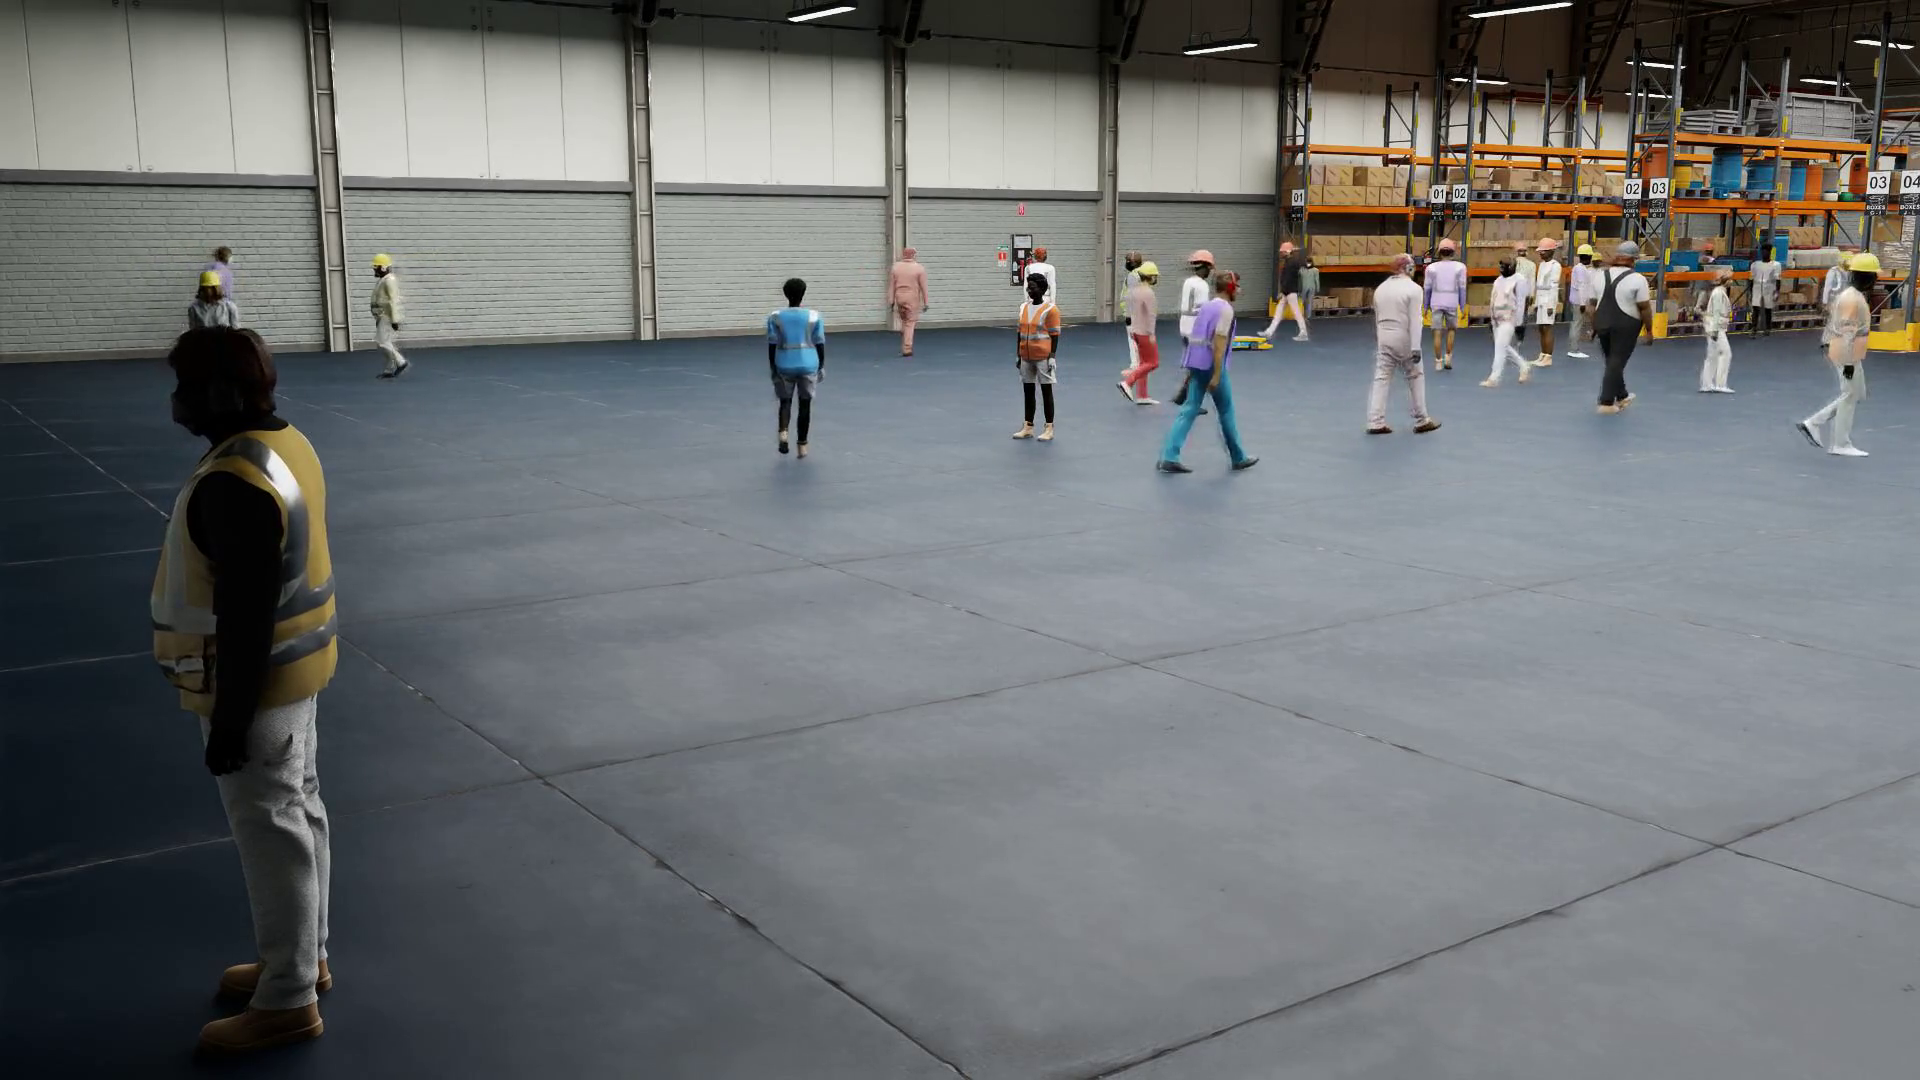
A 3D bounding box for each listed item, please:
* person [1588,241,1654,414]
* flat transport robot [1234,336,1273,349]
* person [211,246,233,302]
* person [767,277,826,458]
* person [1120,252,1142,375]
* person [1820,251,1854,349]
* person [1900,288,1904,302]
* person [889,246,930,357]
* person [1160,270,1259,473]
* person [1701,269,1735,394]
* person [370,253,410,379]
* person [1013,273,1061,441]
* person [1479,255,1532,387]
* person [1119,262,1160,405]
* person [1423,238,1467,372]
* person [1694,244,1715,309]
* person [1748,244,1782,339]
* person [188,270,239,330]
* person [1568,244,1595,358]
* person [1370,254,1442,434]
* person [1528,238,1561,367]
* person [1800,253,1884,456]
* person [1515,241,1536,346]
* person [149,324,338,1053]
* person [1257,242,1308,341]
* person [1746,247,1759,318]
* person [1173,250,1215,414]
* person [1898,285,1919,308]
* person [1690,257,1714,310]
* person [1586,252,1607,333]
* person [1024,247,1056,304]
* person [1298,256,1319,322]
[{"bbox_3d":[7.833,-2.508,19.506,0.961,2.000,0.709,-6,12,-30],"label":"person"},{"bbox_3d":[4.926,-3.602,30.360,1.431,0.197,0.652,-4,11,-19],"label":"flat transport robot"},{"bbox_3d":[-12.427,-3.965,27.849,0.670,1.914,0.659,-2,11,-13],"label":"person"},{"bbox_3d":[-1.512,-1.596,15.487,0.540,1.683,0.362,1,10,3],"label":"person"},{"bbox_3d":[2.603,-3.375,24.851,0.431,1.837,0.629,5,11,24],"label":"person"},{"bbox_3d":[16.041,-4.355,30.329,0.617,1.796,0.584,-6,12,-31],"label":"person"},{"bbox_3d":[20.327,-5.177,35.373,0.847,1.594,0.512,-8,13,-37],"label":"person"},{"bbox_3d":[-0.826,-4.133,28.837,0.681,1.877,0.791,5,11,26],"label":"person"},{"bbox_3d":[2.191,-1.464,14.565,1.001,1.771,0.564,-4,11,-23],"label":"person"},{"bbox_3d":[10.051,-2.731,21.834,0.519,1.622,0.547,5,11,24],"label":"person"},{"bbox_3d":[-8.299,-3.219,24.018,0.423,1.818,0.596,-5,11,-25],"label":"person"},{"bbox_3d":[0.777,-1.849,16.840,0.535,1.697,0.318,9,14,40],"label":"person"},{"bbox_3d":[7.590,-3.022,22.960,0.812,1.816,0.634,-3,11,-15],"label":"person"},{"bbox_3d":[2.221,-2.514,20.315,0.462,1.753,0.536,-2,10,-10],"label":"person"},{"bbox_3d":[7.413,-3.588,25.468,0.647,2.022,0.643,3,11,15],"label":"person"},{"bbox_3d":[18.309,-6.321,40.843,0.986,1.889,0.561,-10,14,-42],"label":"person"},{"bbox_3d":[16.363,-5.055,33.819,0.619,1.920,0.994,8,13,37],"label":"person"},{"bbox_3d":[-7.736,-1.947,17.332,0.489,1.722,0.716,-2,10,-10],"label":"person"},{"bbox_3d":[10.624,-4.085,28.462,0.363,1.928,0.587,2,11,12],"label":"person"},{"bbox_3d":[4.680,-2.043,17.414,0.897,1.871,0.685,-7,12,-32],"label":"person"},{"bbox_3d":[9.266,-3.756,26.361,0.399,2.039,0.612,0,10,-2],"label":"person"},{"bbox_3d":[8.337,-1.740,15.663,0.519,1.912,0.590,7,12,32],"label":"person"},{"bbox_3d":[10.526,-4.637,31.364,0.627,1.972,0.673,6,12,30],"label":"person"},{"bbox_3d":[-1.818,0.374,4.256,0.429,1.844,0.623,-2,11,-12],"label":"person"},{"bbox_3d":[6.469,-4.921,33.012,1.021,1.941,0.622,1,10,4],"label":"person"},{"bbox_3d":[20.503,-6.614,42.577,0.756,1.842,0.525,-8,13,-38],"label":"person"},{"bbox_3d":[2.754,-2.387,19.220,0.411,1.903,0.567,-2,11,-11],"label":"person"},{"bbox_3d":[19.190,-4.986,33.410,0.626,1.934,0.358,6,12,28],"label":"person"},{"bbox_3d":[17.283,-5.795,38.767,0.865,1.589,0.518,-7,12,-33],"label":"person"},{"bbox_3d":[13.771,-5.343,35.917,0.772,1.739,0.528,-10,14,-43],"label":"person"},{"bbox_3d":[1.383,-4.118,28.767,0.574,1.882,0.358,5,11,24],"label":"person"},{"bbox_3d":[8.525,-6.139,40.655,0.527,1.589,0.837,4,11,22],"label":"person"}]
